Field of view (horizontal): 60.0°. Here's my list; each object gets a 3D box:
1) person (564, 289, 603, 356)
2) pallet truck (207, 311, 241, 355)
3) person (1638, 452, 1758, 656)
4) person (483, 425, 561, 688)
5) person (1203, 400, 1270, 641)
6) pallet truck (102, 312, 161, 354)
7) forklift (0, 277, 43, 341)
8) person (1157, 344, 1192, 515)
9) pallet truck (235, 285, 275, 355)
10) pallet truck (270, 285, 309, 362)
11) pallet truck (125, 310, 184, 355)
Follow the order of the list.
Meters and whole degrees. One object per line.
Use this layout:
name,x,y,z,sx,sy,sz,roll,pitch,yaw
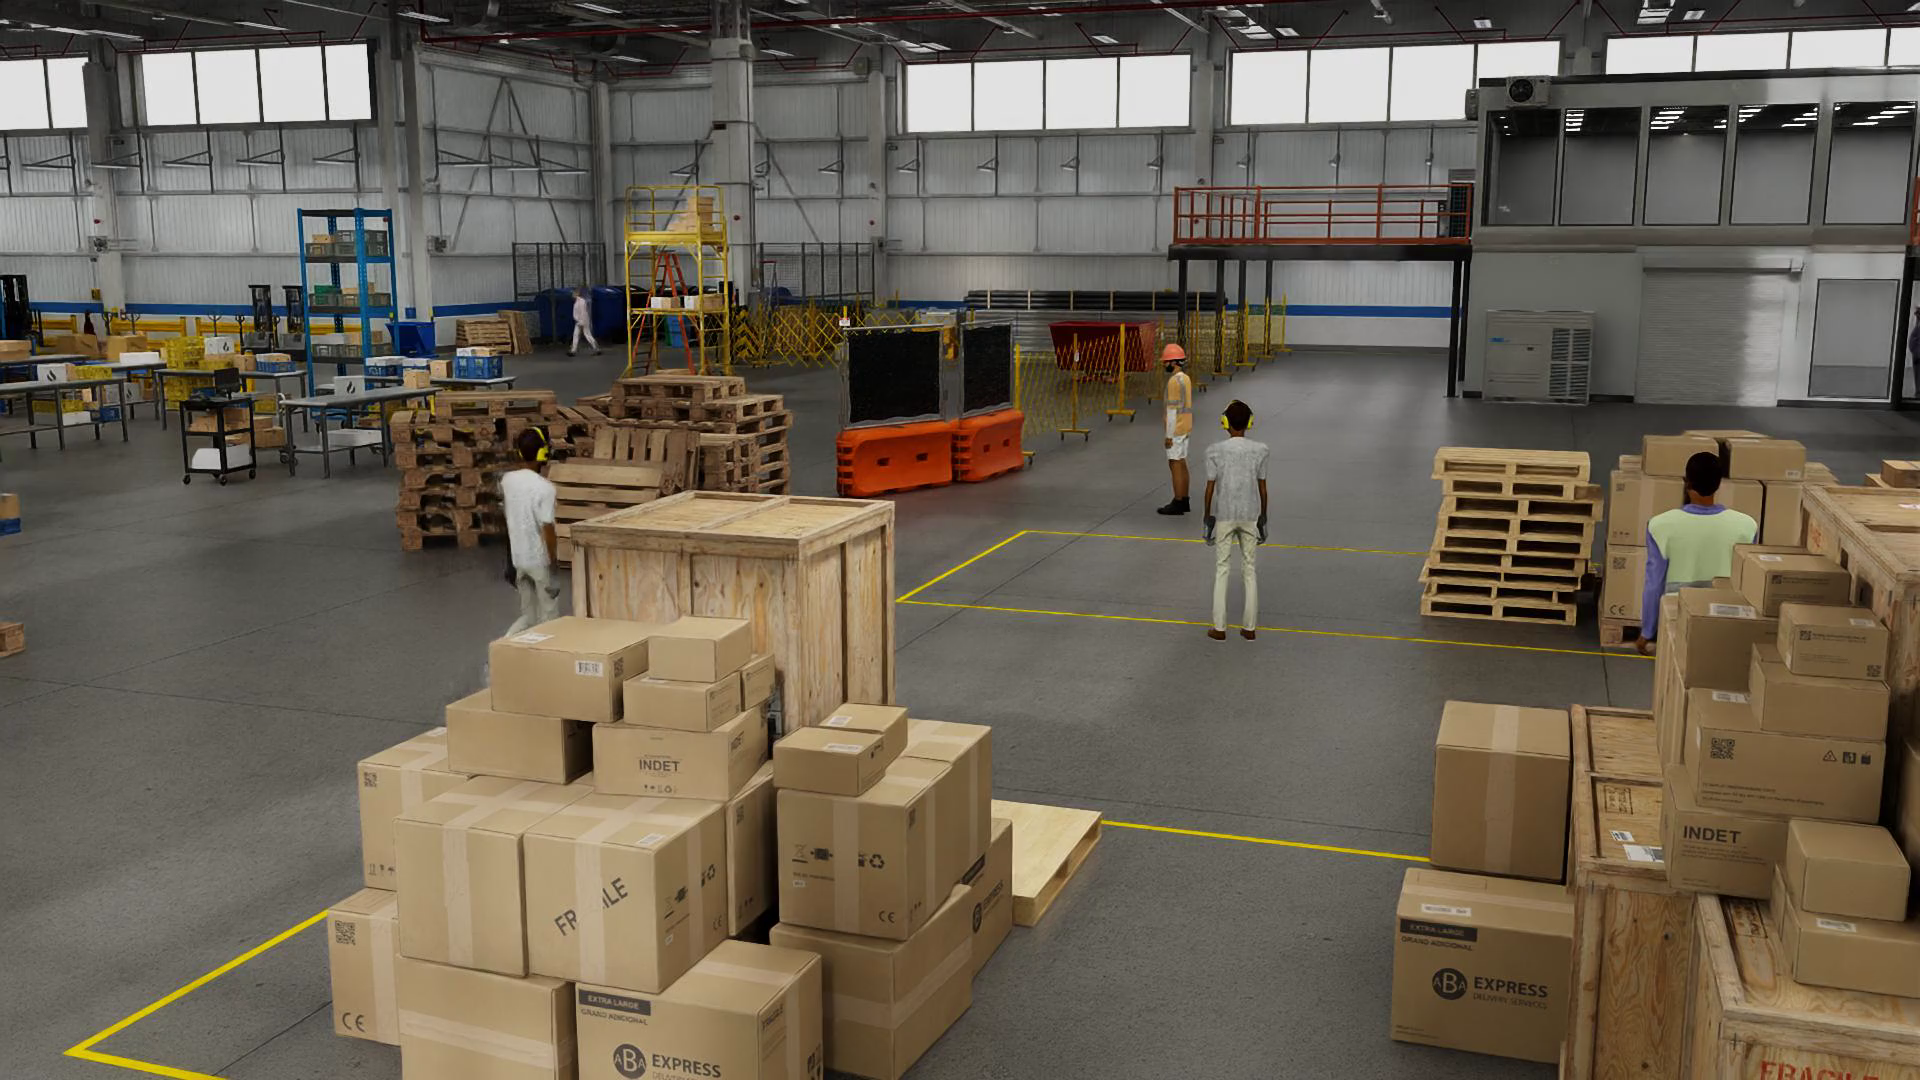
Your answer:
person,-10.295,-5.932,45.417,1.005,1.858,0.691,-6,12,-30
pallet truck,-19.537,-5.575,44.913,0.653,1.274,1.630,3,11,19
person,4.022,0.474,9.114,0.593,1.920,0.392,1,10,3
person,-2.865,0.170,11.008,0.536,1.857,0.627,6,12,32
person,2.118,-0.142,12.766,0.503,1.861,0.328,0,10,3
pallet truck,-23.057,-5.777,46.261,0.680,1.201,1.601,3,11,19
forklift,-27.151,-6.329,46.328,1.157,1.987,2.680,3,11,17
person,2.421,-1.244,18.779,0.385,1.929,0.539,4,11,21
pallet truck,-18.327,-5.835,44.421,0.823,1.965,1.885,4,11,23
pallet truck,-17.147,-5.700,43.663,0.823,1.965,1.885,3,11,17
pallet truck,-22.038,-5.665,45.457,0.704,1.261,1.522,3,11,17
